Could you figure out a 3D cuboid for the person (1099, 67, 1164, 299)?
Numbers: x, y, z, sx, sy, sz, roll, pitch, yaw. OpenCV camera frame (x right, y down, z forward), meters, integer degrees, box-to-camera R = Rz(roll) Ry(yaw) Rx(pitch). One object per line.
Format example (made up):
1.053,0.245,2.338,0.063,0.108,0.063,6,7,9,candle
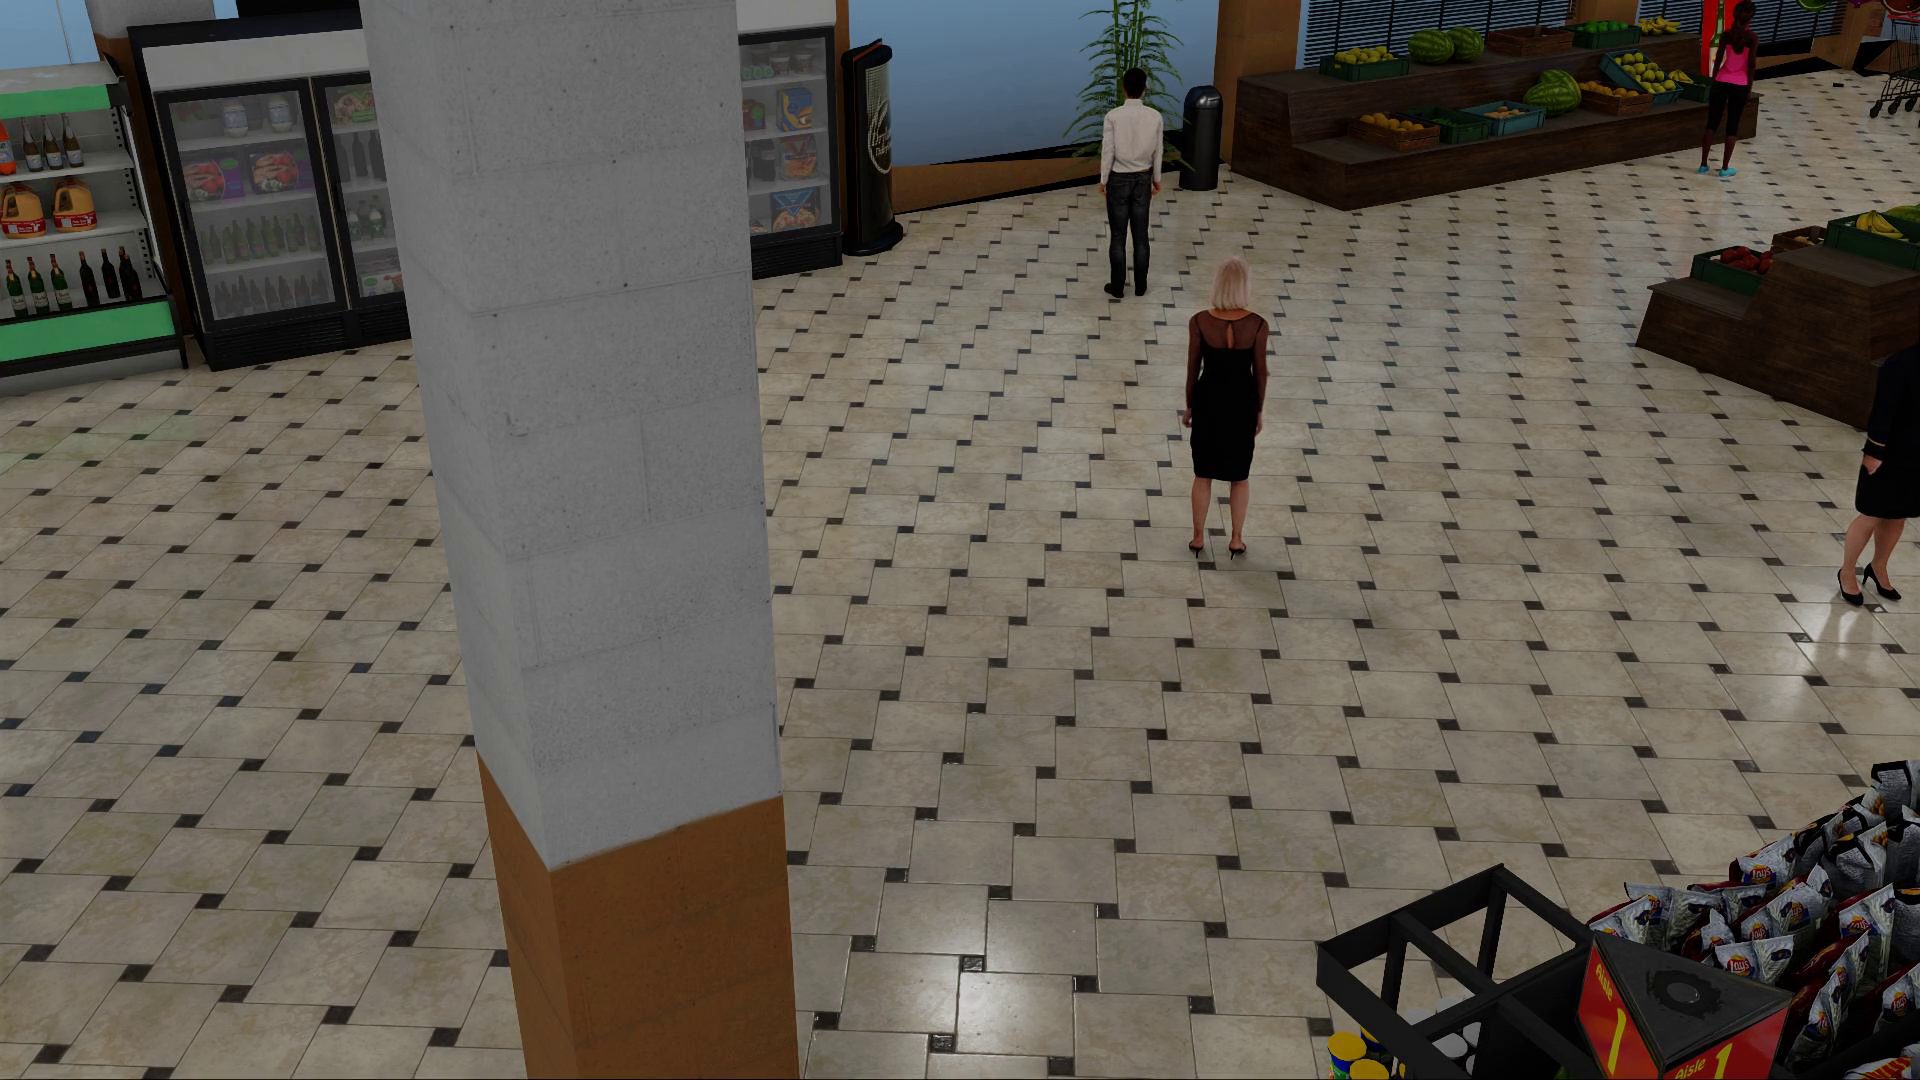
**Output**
1.355,-2.842,13.271,0.619,1.809,0.794,-4,27,-7,person

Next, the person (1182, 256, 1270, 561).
1.446,-0.702,9.121,0.661,1.747,0.727,6,28,12,person

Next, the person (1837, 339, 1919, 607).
4.952,-0.451,8.711,0.680,1.671,0.832,-6,27,-11,person

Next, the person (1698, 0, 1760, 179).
7.728,-4.531,16.699,0.619,1.722,0.631,23,35,38,person
